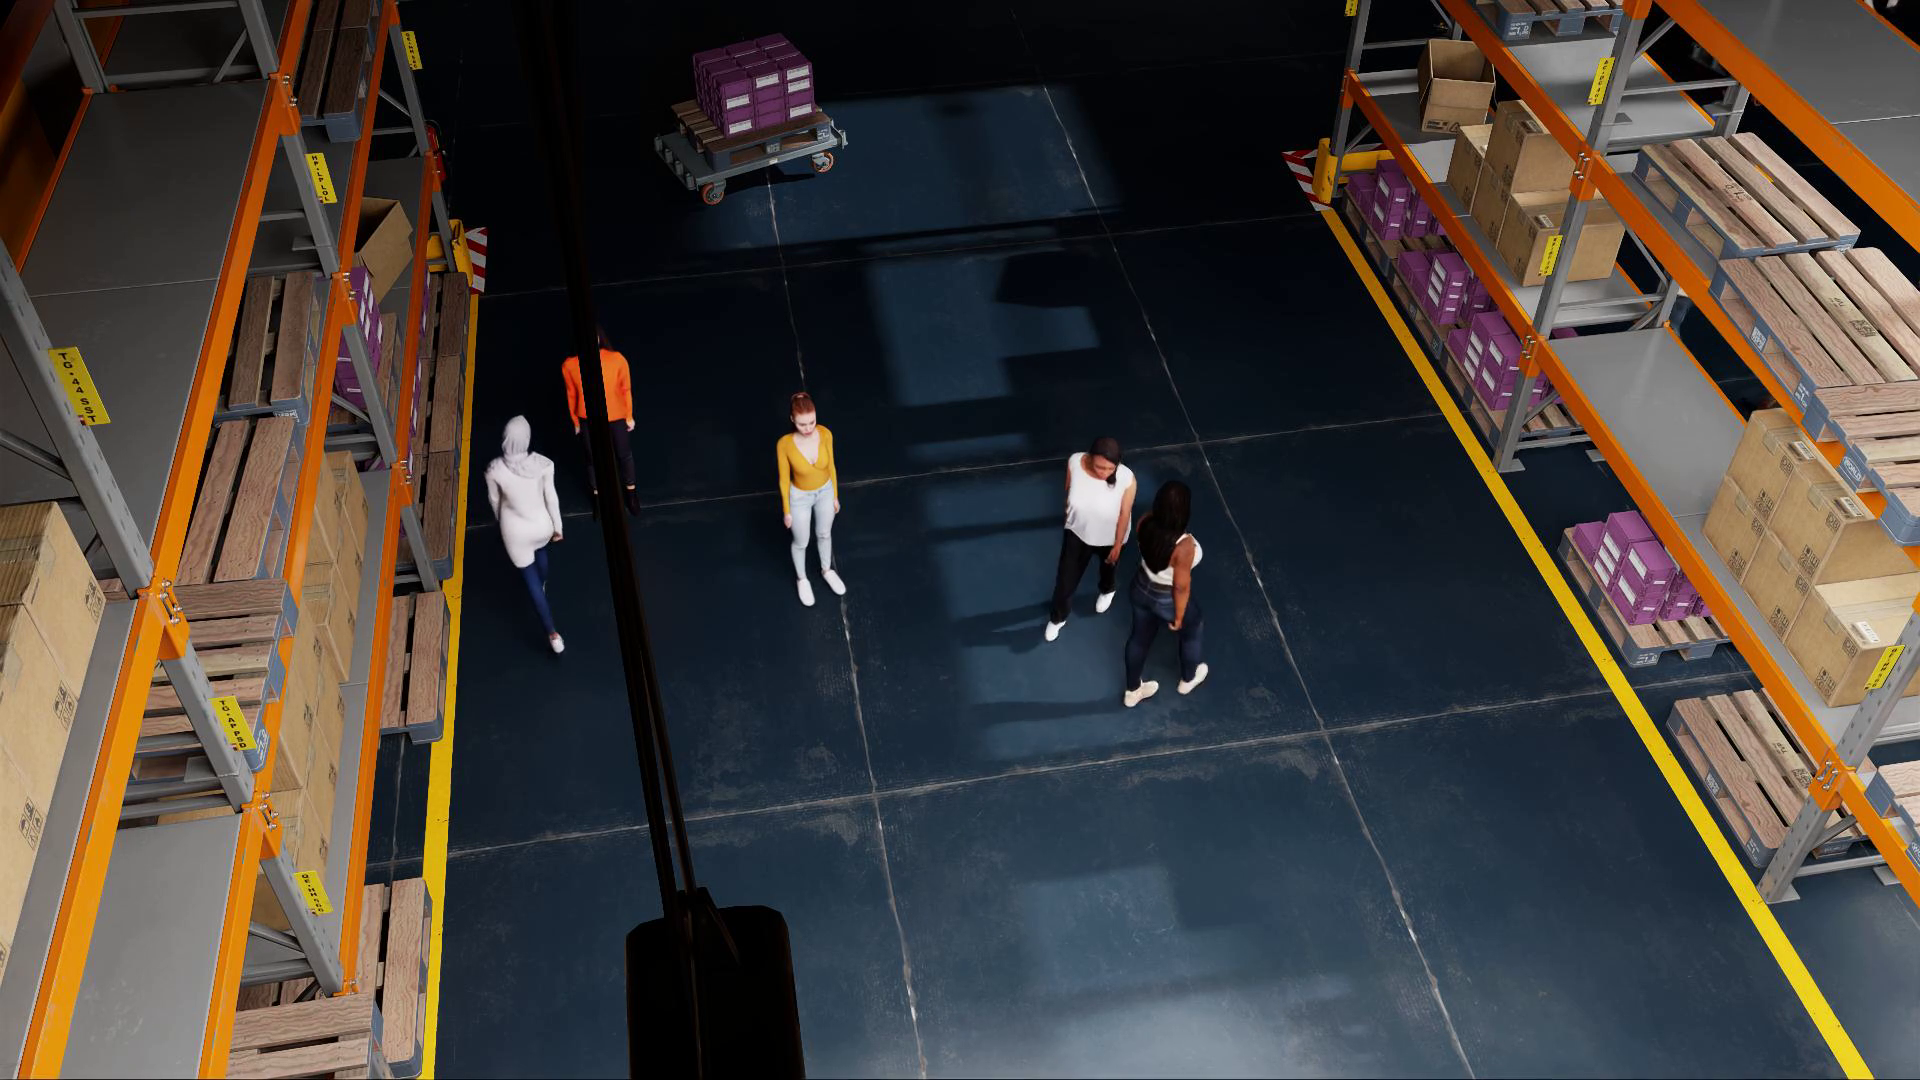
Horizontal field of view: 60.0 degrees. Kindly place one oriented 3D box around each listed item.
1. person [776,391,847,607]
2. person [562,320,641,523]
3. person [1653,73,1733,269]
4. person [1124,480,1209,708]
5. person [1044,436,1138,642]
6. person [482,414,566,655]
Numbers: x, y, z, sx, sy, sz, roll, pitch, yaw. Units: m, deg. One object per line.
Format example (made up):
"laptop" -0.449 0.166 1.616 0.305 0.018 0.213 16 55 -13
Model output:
"person" -1.031 -0.289 11.372 0.637 1.748 0.634 -21 47 -21
"person" -2.581 -0.888 11.999 0.609 1.750 0.535 -6 44 -7
"person" 6.318 -3.231 14.384 0.705 1.854 0.733 -24 49 -23
"person" 1.217 0.403 10.621 0.950 1.782 0.927 -30 51 -27
"person" 0.956 -0.113 11.254 0.965 1.656 1.081 17 46 17
"person" -2.871 -0.003 11.079 0.773 1.739 1.197 -16 46 -16
